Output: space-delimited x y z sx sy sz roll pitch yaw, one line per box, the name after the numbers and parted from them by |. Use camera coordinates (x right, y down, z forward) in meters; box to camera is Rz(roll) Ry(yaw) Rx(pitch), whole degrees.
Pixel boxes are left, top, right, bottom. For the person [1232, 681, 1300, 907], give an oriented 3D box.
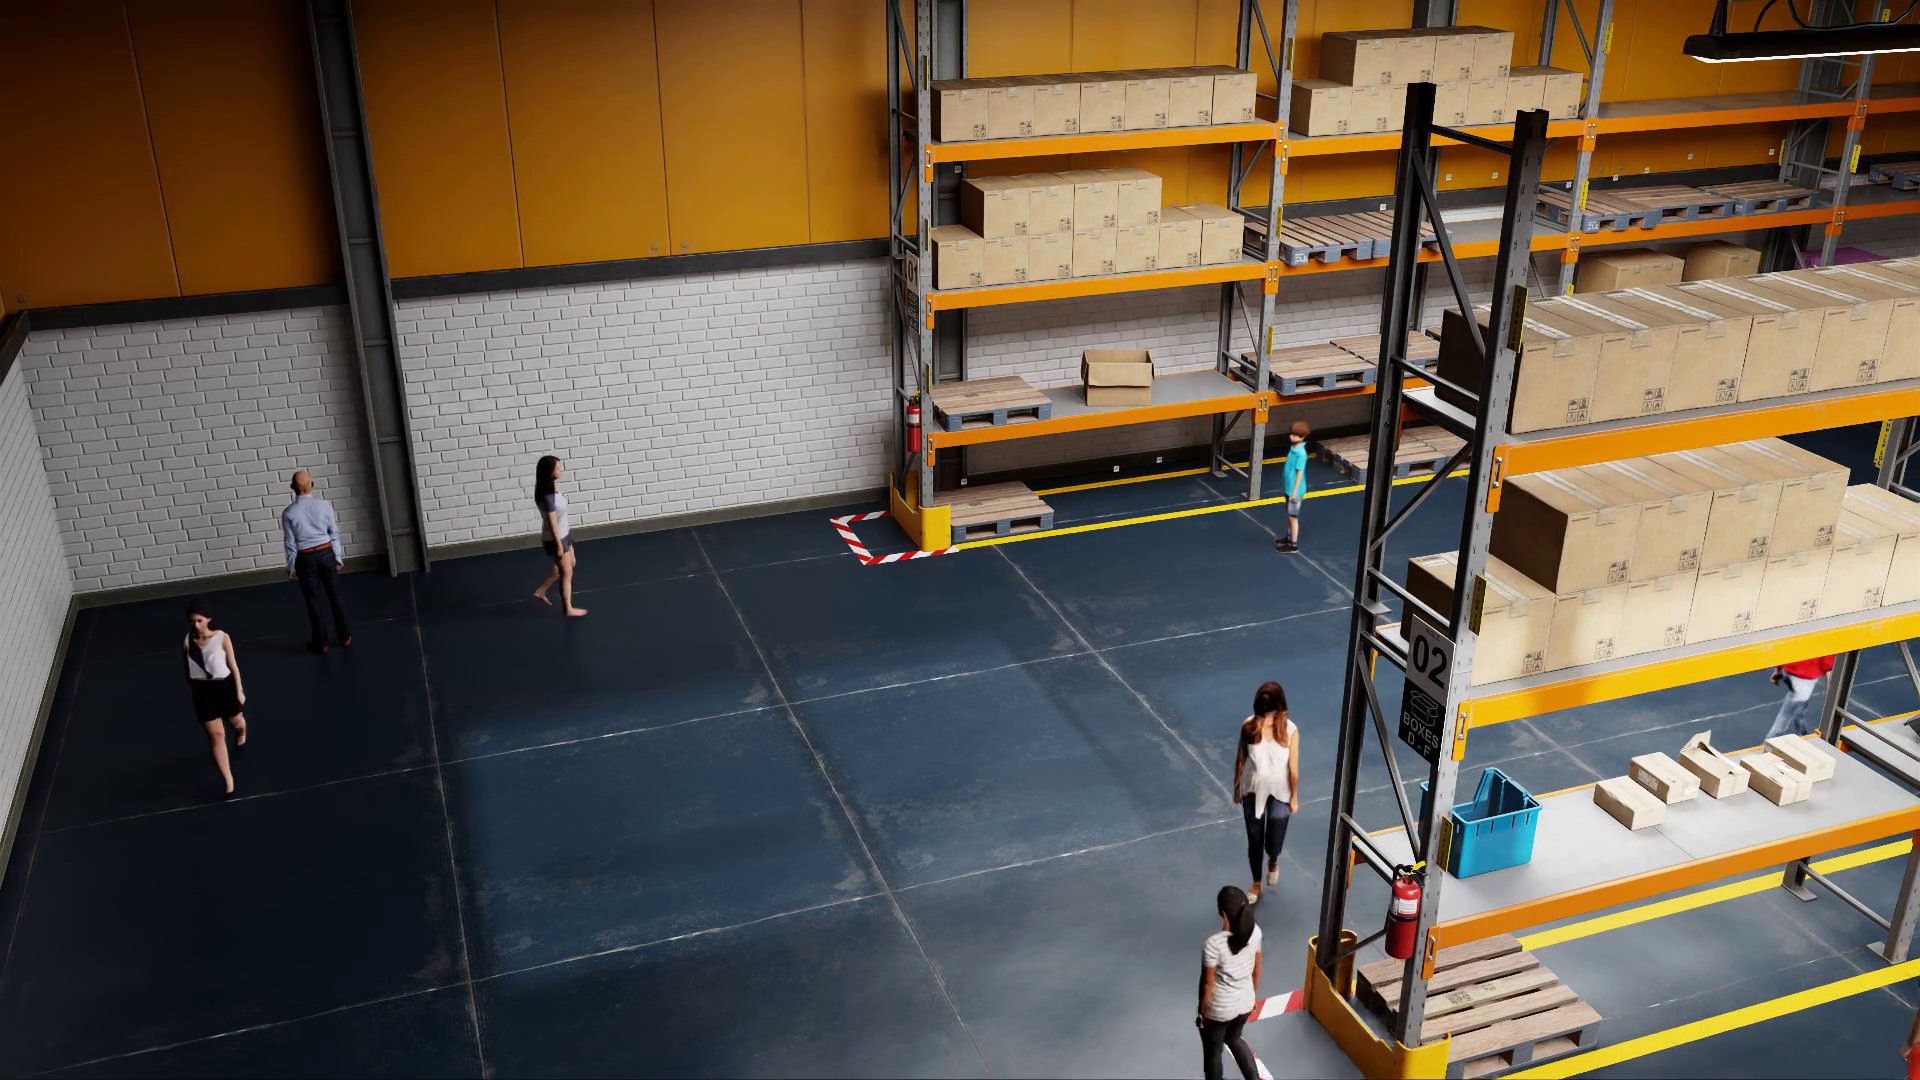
2.222 1.778 11.905 0.777 1.775 0.837 10 25 21 | person

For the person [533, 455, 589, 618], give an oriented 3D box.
-3.982 -0.028 16.135 0.773 1.697 0.665 -5 24 -11 | person

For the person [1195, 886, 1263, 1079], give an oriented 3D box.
1.626 2.781 9.787 0.753 1.634 0.708 -13 27 -28 | person

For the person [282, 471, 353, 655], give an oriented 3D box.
-5.998 0.208 15.477 0.623 1.791 0.774 -16 28 -33 | person

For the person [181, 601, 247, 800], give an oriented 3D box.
-5.947 1.220 13.376 0.993 1.619 0.694 -6 24 -13 | person

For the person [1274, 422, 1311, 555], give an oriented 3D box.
3.579 -0.587 17.720 0.596 1.450 0.580 -1 24 -3 | person
